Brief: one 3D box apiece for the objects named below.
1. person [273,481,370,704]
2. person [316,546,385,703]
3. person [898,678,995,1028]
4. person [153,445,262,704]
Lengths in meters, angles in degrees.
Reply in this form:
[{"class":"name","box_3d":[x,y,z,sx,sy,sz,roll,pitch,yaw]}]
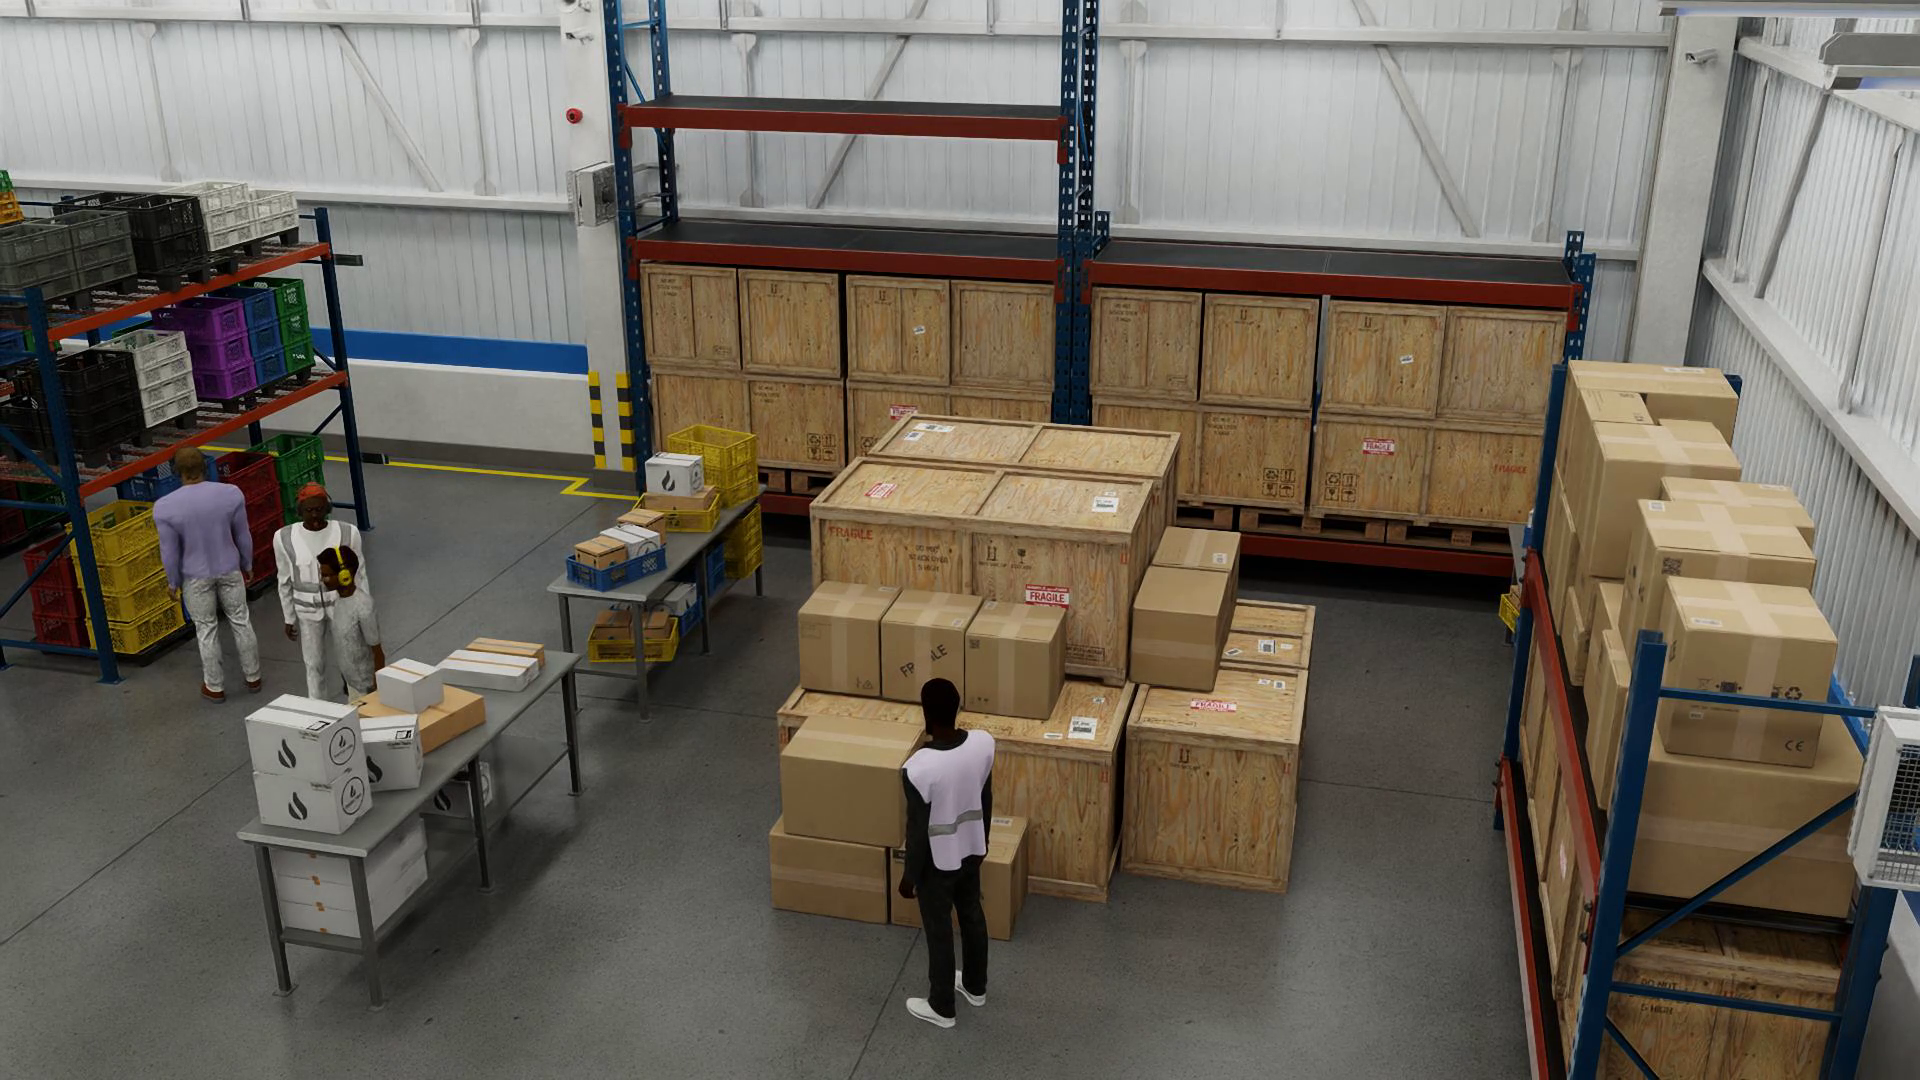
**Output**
[{"class":"person","box_3d":[-4.371,0.497,11.489,0.579,1.877,0.359,-7,22,-17]},{"class":"person","box_3d":[-3.760,0.906,10.426,0.310,1.862,0.532,-17,26,-37]},{"class":"person","box_3d":[-0.054,1.605,8.523,0.596,1.914,0.370,-19,28,-41]},{"class":"person","box_3d":[-5.431,0.248,12.050,0.627,1.934,0.372,-16,26,-35]}]
